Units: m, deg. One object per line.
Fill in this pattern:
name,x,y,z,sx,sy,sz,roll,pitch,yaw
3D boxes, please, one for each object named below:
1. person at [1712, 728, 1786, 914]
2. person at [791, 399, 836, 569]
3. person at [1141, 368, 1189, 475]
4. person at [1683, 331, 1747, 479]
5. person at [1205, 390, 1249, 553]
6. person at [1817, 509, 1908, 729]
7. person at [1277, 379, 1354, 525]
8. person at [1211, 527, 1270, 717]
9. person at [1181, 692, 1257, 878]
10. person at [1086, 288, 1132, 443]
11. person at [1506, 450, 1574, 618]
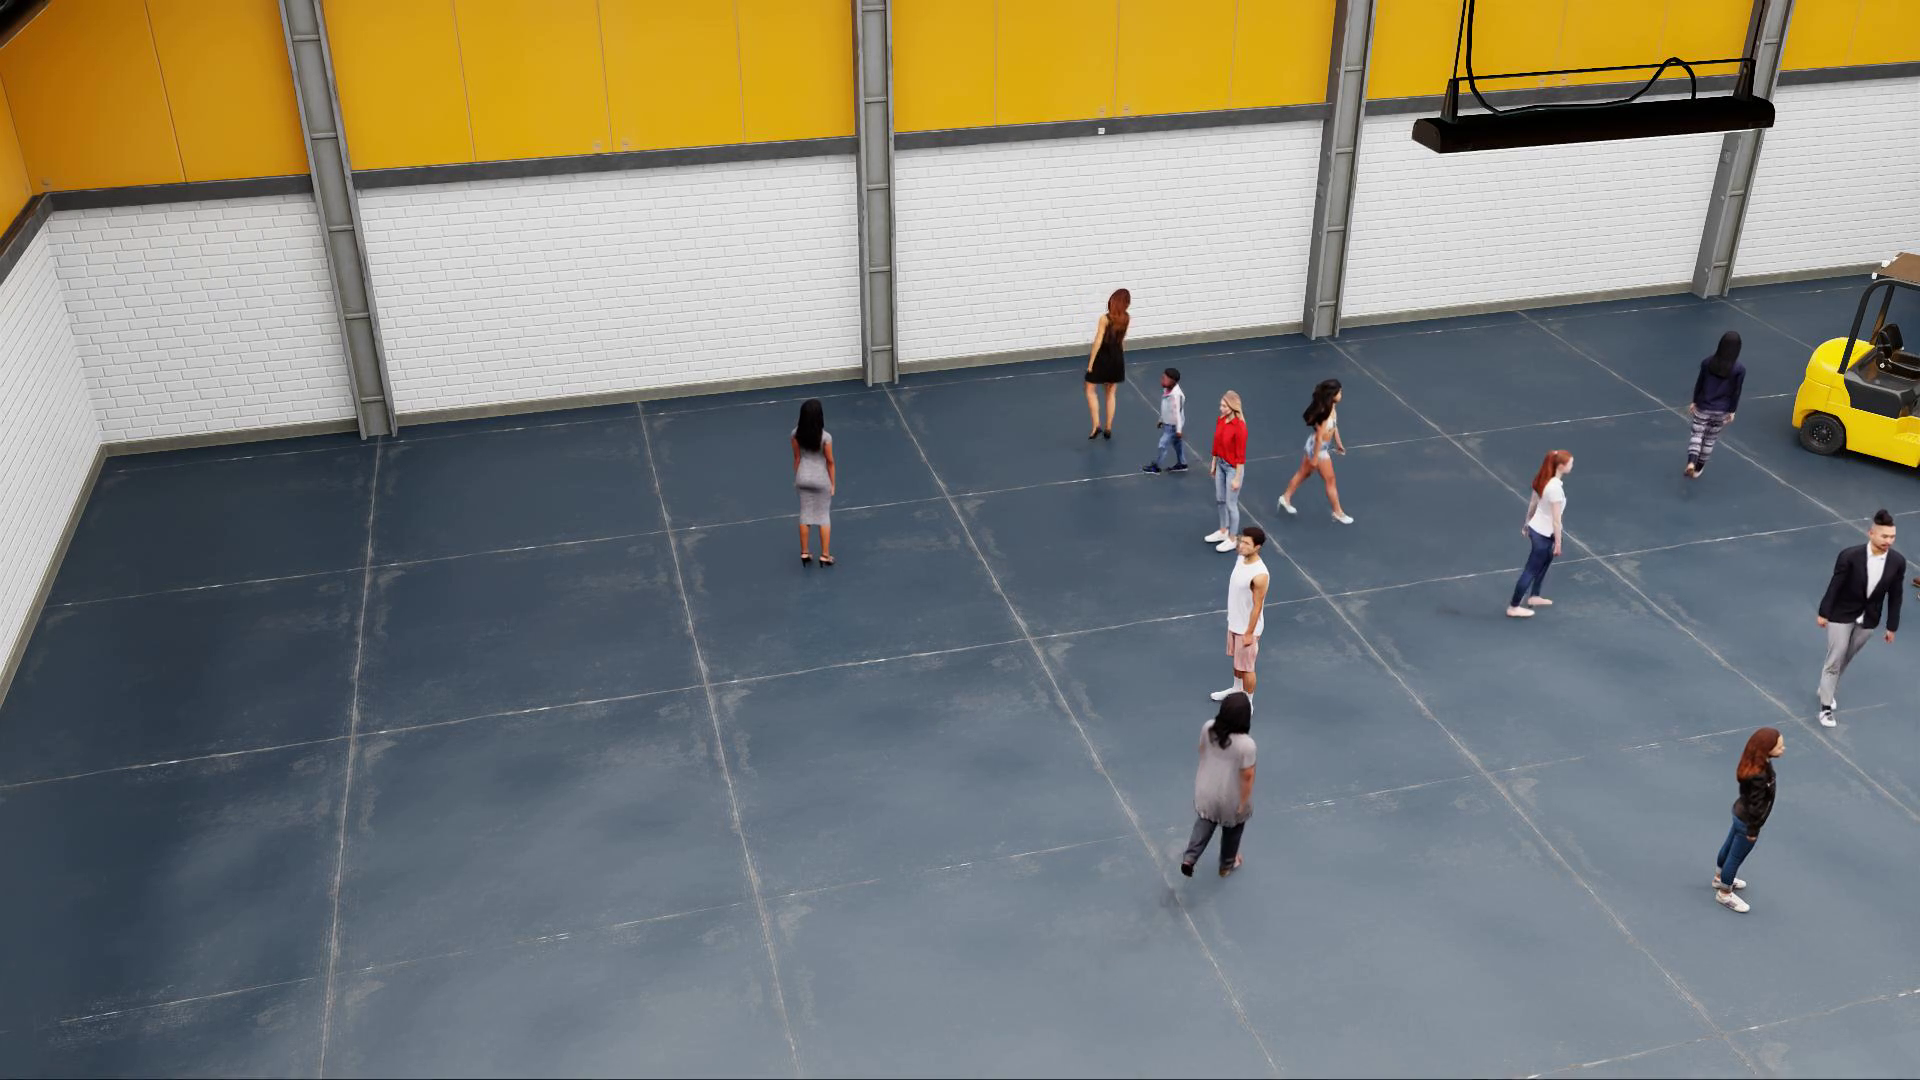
person,5.669,1.973,11.973,0.663,1.483,0.641,8,30,14
person,-1.429,-0.546,16.282,0.621,1.779,0.721,8,30,14
person,2.393,-1.291,18.214,0.796,1.236,0.606,-1,29,-2
person,8.091,-1.406,17.920,0.858,1.719,0.920,16,32,27
person,2.698,-0.706,16.656,0.606,1.702,0.667,-14,32,-25
person,7.552,0.574,14.066,1.047,1.936,1.022,5,29,8
person,3.615,-0.900,17.161,1.081,1.558,0.874,9,30,15
person,2.411,0.681,14.019,0.585,1.791,0.660,-4,29,-8
person,1.881,1.830,12.124,0.863,1.589,0.945,21,35,33
person,1.687,-1.957,18.845,0.634,1.801,0.791,-20,34,-32
person,5.297,-0.044,15.423,0.763,1.720,0.668,-3,29,-5
